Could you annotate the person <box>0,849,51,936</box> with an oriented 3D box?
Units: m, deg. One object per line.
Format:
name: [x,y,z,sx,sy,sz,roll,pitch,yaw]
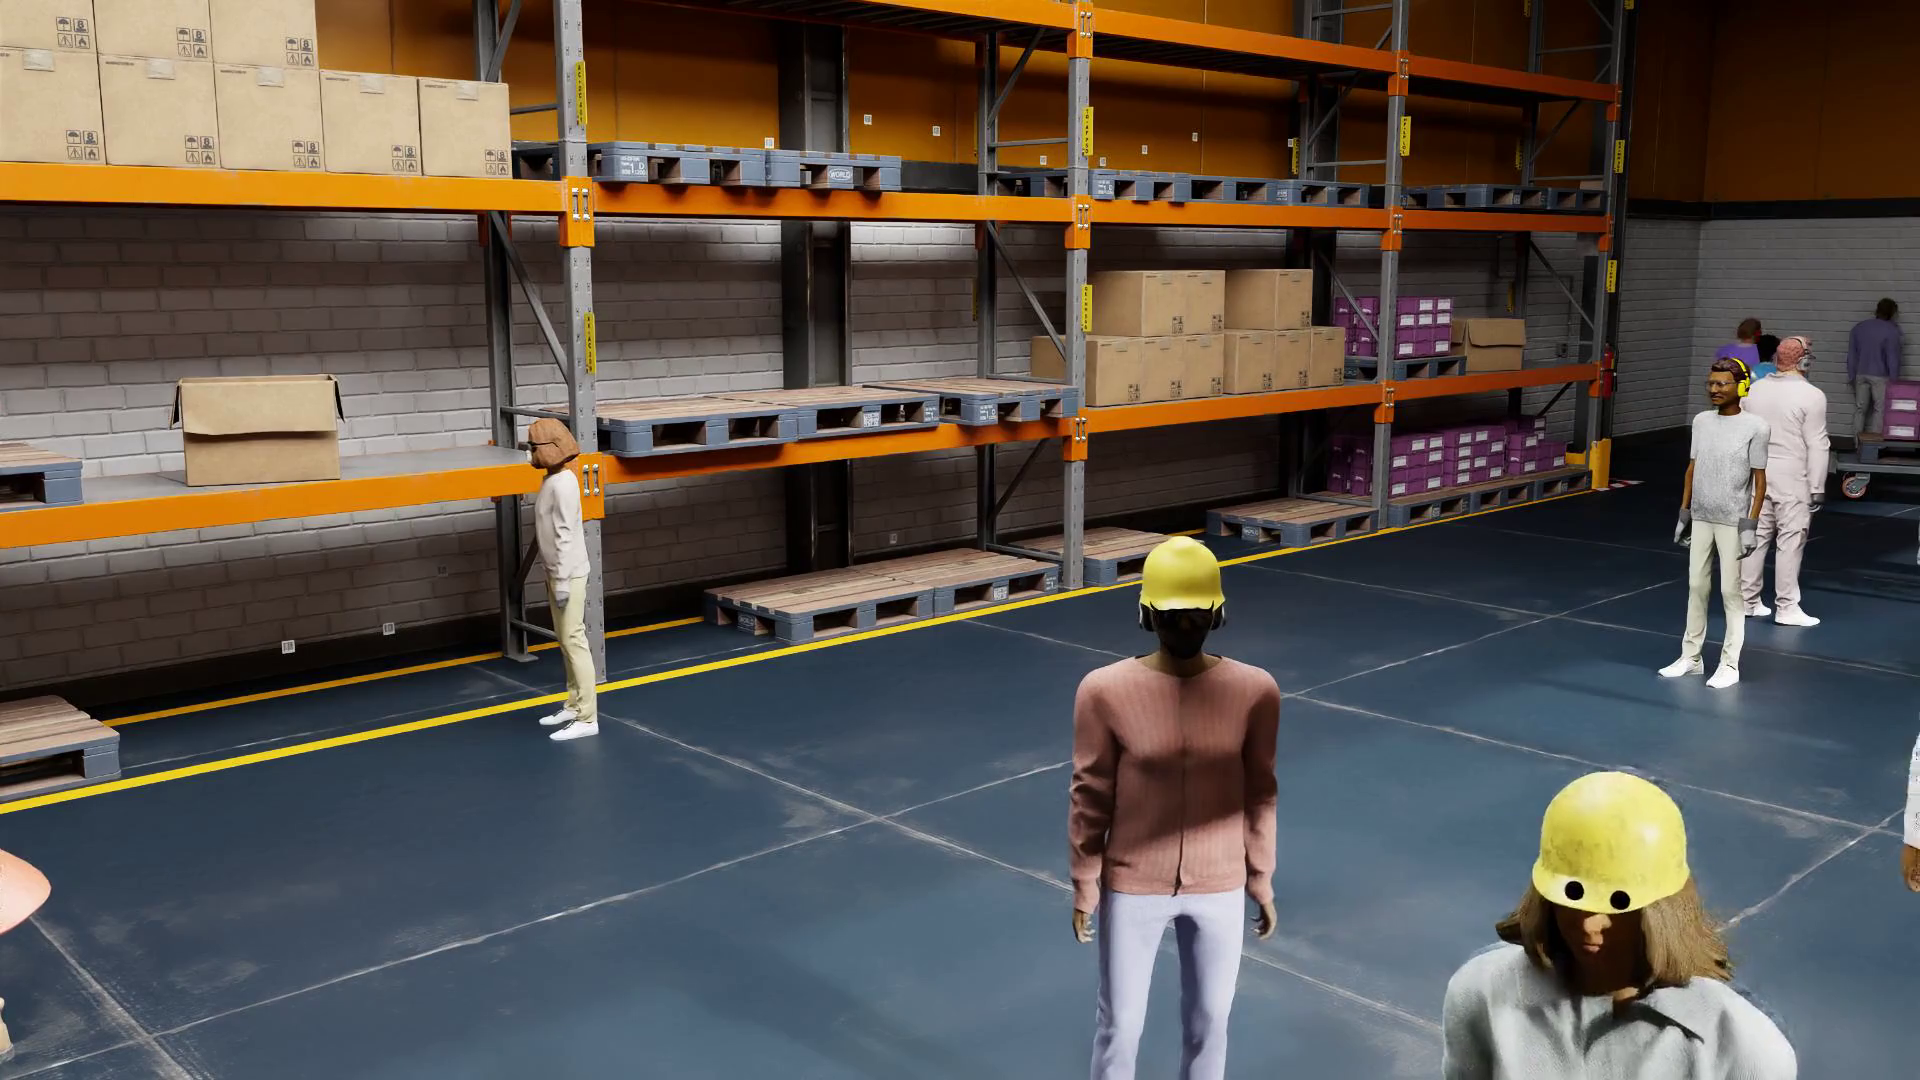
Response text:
person: [-1.002,1.150,1.600,0.377,2.044,0.608,-2,10,-10]

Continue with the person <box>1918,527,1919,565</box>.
person: [5.572,0.059,9.187,0.497,1.633,0.283,6,11,30]

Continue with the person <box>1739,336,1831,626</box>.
person: [5.461,-0.388,11.005,0.409,1.907,0.651,-4,11,-23]

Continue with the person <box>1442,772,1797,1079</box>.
person: [0.984,1.150,2.536,0.492,1.729,0.577,6,11,32]

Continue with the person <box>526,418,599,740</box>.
person: [-2.028,0.191,8.445,0.284,1.625,0.492,-4,10,-22]

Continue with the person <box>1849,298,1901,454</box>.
person: [11.108,-1.963,20.221,0.413,1.918,0.673,-4,11,-24]

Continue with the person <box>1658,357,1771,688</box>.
person: [4.295,-0.102,9.437,0.328,1.872,0.513,-6,11,-31]

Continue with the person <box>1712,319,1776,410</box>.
person: [8.086,-1.375,17.152,0.587,1.788,1.015,9,13,42]

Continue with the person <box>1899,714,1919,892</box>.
person: [2.715,0.764,4.220,0.581,1.912,0.704,8,13,40]

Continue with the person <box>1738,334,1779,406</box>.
person: [7.882,-1.177,16.315,0.543,1.675,0.696,1,10,4]

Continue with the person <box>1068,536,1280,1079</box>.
person: [0.532,0.859,4.113,0.533,1.767,0.326,-1,10,-6]

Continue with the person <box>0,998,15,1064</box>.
person: [-3.084,0.585,4.900,0.367,2.046,0.608,-9,13,-43]
